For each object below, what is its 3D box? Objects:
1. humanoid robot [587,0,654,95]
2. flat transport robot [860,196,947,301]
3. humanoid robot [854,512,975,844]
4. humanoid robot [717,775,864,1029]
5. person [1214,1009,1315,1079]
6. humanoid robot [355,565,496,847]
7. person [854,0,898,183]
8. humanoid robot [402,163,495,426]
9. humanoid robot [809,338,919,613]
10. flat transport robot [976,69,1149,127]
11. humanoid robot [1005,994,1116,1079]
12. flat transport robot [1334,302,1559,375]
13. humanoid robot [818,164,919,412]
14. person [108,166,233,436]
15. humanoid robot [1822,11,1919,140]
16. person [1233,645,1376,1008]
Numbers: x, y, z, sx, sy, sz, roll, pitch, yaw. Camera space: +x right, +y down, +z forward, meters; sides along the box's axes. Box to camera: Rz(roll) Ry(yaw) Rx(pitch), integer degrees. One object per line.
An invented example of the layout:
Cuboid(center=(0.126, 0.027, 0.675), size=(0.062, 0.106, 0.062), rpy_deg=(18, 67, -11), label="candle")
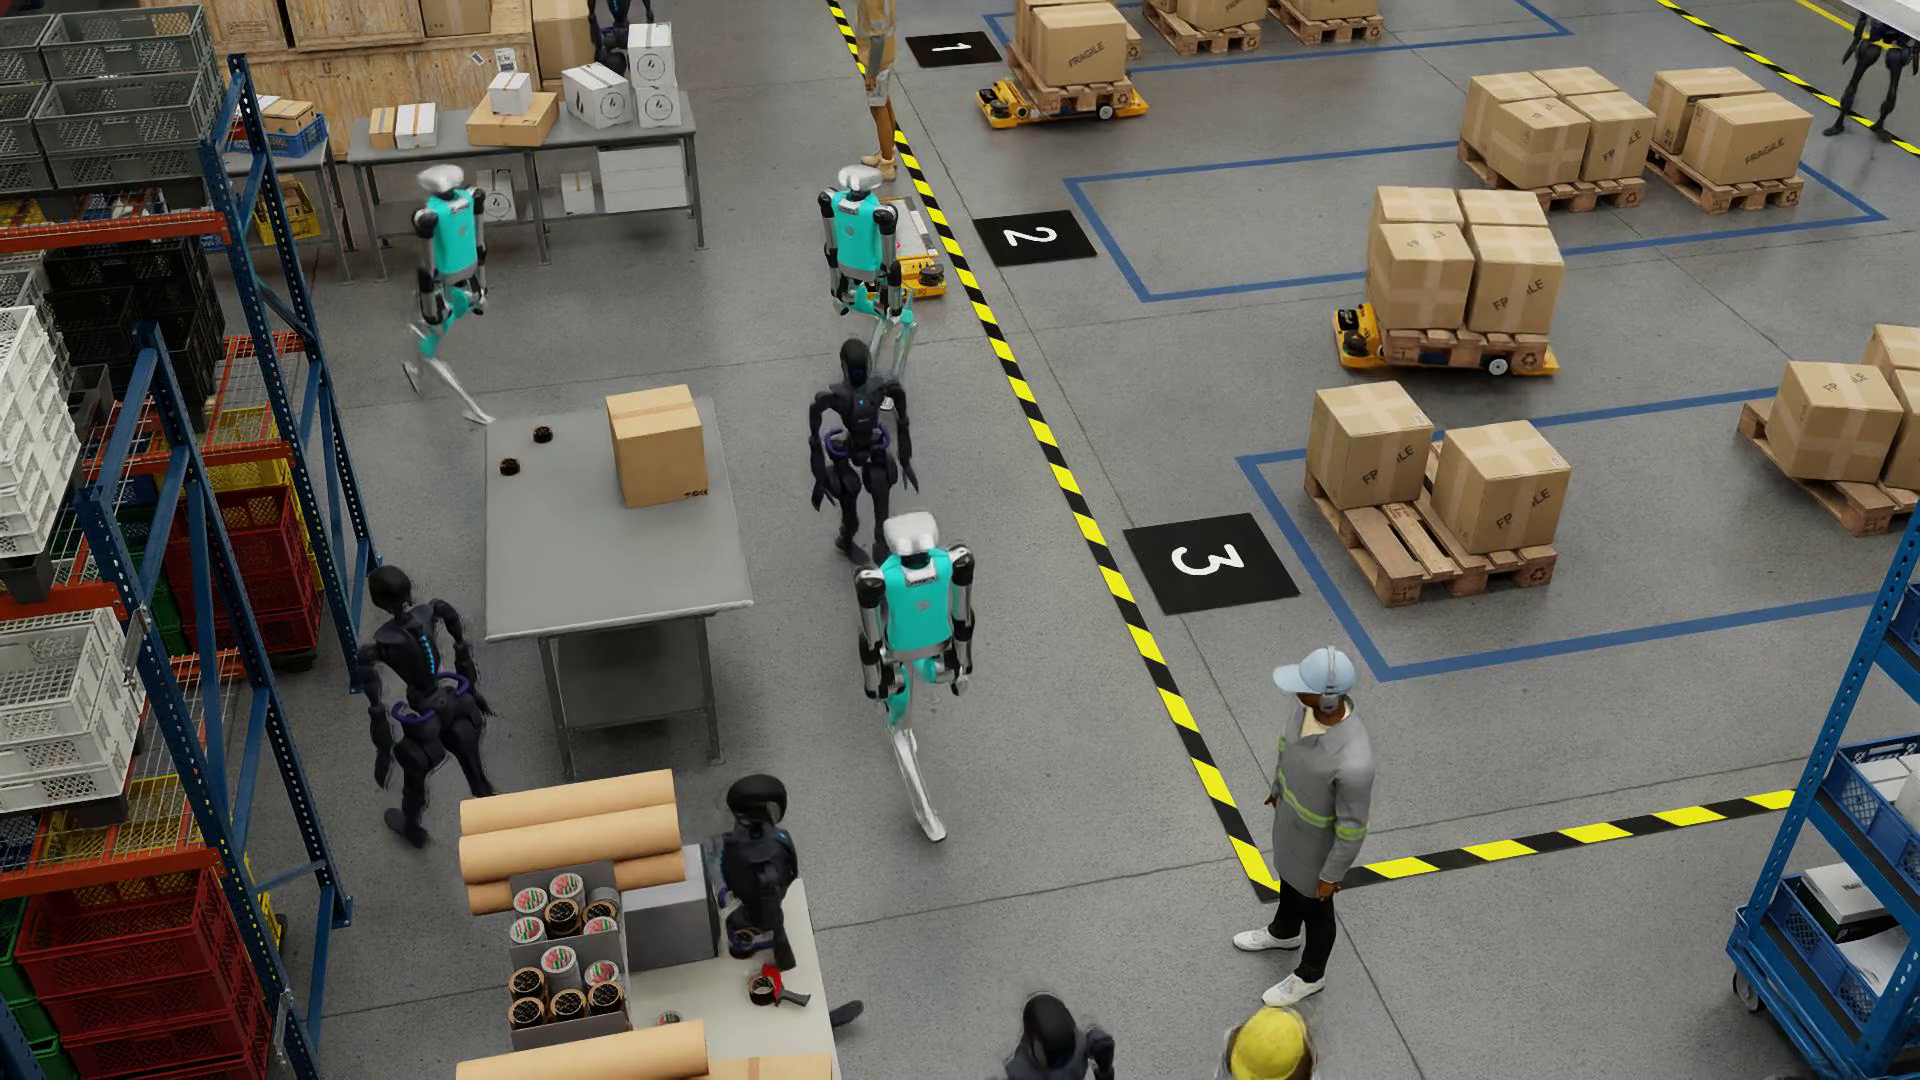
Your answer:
Cuboid(center=(-2.821, -4.142, 13.983), size=(0.590, 1.630, 0.754), rpy_deg=(-1, 37, -1), label="humanoid robot")
Cuboid(center=(-0.570, -2.220, 12.538), size=(0.659, 0.231, 1.431), rpy_deg=(-8, 37, -10), label="flat transport robot")
Cuboid(center=(-0.265, 0.498, 7.694), size=(0.550, 1.766, 1.034), rpy_deg=(-12, 38, -15), label="humanoid robot")
Cuboid(center=(-0.710, 1.508, 6.366), size=(0.717, 1.627, 0.602), rpy_deg=(-12, 38, -15), label="humanoid robot")
Cuboid(center=(1.002, 2.101, 5.527), size=(0.742, 1.702, 0.567), rpy_deg=(-19, 41, -24), label="person")
Cuboid(center=(-2.341, 0.793, 7.342), size=(0.761, 1.626, 0.612), rpy_deg=(22, 42, 26), label="humanoid robot")
Cuboid(center=(-0.701, -3.846, 13.246), size=(0.393, 2.032, 0.613), rpy_deg=(3, 37, 4), label="person")
Cuboid(center=(-3.375, -1.572, 10.448), size=(0.967, 1.766, 0.556), rpy_deg=(18, 40, 23), label="humanoid robot")
Cuboid(center=(-0.524, -0.413, 8.964), size=(0.593, 1.621, 0.753), rpy_deg=(-11, 38, -14), label="humanoid robot")
Cuboid(center=(0.910, -3.958, 14.851), size=(1.431, 0.197, 0.652), rpy_deg=(-8, 37, -10), label="flat transport robot")
Cuboid(center=(0.301, 2.071, 5.626), size=(0.608, 1.638, 0.717), rpy_deg=(-20, 41, -25), label="humanoid robot")
Cuboid(center=(3.329, -1.407, 11.422), size=(1.431, 0.197, 0.652), rpy_deg=(3, 37, 4), label="flat transport robot")
Cuboid(center=(-0.483, -1.628, 10.399), size=(0.533, 1.677, 0.735), rpy_deg=(20, 41, 25), label="humanoid robot")
Cuboid(center=(-4.907, -1.485, 10.234), size=(0.341, 1.841, 0.499), rpy_deg=(-26, 44, -31), label="person")
Cuboid(center=(7.794, -4.177, 13.981), size=(0.588, 1.640, 0.384), rpy_deg=(17, 40, 22), label="humanoid robot")
Cuboid(center=(1.378, 1.149, 6.683), size=(0.388, 1.849, 0.597), rpy_deg=(-8, 37, -11), label="person")
